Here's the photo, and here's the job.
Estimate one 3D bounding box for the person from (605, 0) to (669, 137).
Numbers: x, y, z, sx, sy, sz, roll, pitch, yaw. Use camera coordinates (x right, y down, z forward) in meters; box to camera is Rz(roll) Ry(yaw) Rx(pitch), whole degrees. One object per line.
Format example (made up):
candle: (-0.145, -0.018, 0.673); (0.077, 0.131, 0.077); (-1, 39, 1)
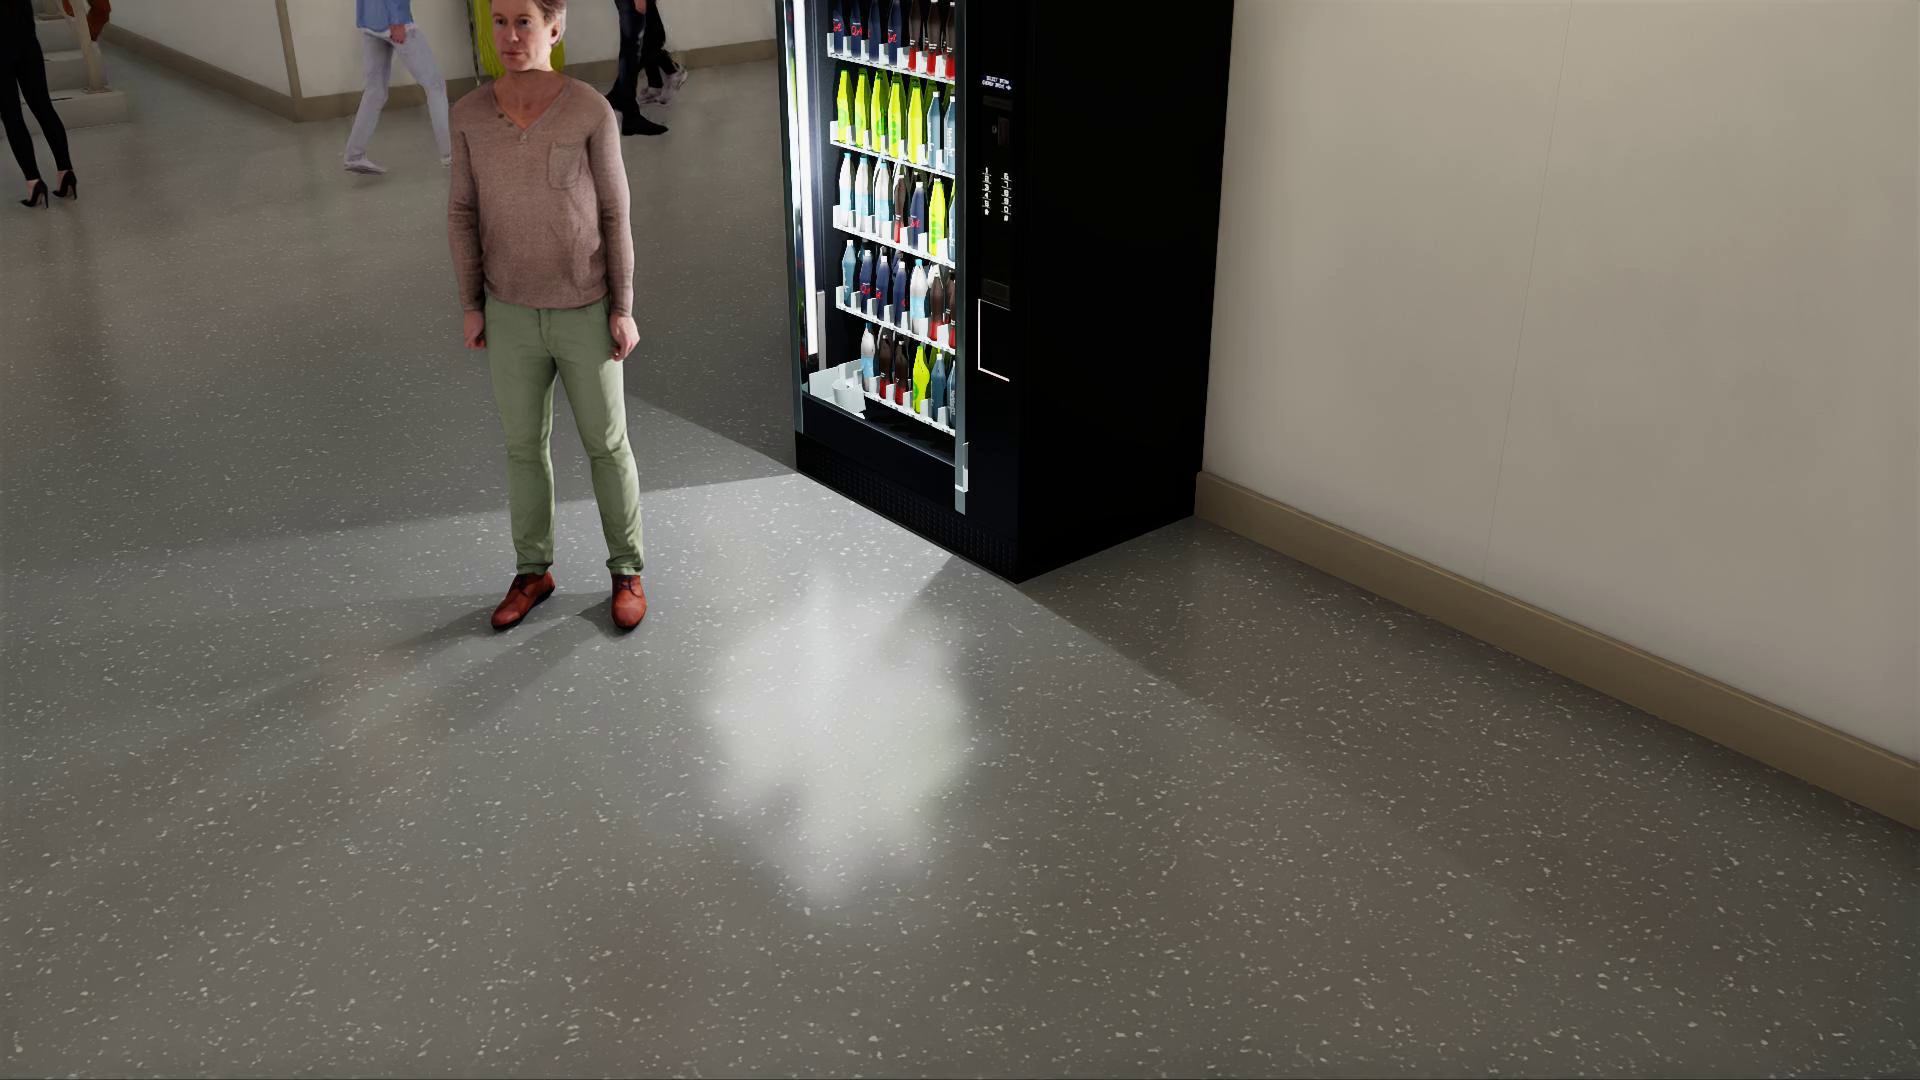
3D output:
person: (-2.253, -3.639, 10.932); (0.941, 1.889, 0.822); (-4, 26, -8)

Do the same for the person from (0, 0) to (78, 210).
person: (-5.284, -2.728, 9.251); (0.661, 1.707, 0.652); (10, 27, 19)

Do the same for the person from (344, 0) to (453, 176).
person: (-3.415, -3.033, 9.716); (1.110, 1.854, 0.850); (21, 32, 36)

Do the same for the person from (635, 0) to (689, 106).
person: (-2.203, -3.992, 11.759); (0.788, 1.805, 0.714); (-16, 30, -30)

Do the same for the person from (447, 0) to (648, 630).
person: (-1.166, -0.656, 4.757); (0.771, 1.880, 0.820); (1, 26, 2)
